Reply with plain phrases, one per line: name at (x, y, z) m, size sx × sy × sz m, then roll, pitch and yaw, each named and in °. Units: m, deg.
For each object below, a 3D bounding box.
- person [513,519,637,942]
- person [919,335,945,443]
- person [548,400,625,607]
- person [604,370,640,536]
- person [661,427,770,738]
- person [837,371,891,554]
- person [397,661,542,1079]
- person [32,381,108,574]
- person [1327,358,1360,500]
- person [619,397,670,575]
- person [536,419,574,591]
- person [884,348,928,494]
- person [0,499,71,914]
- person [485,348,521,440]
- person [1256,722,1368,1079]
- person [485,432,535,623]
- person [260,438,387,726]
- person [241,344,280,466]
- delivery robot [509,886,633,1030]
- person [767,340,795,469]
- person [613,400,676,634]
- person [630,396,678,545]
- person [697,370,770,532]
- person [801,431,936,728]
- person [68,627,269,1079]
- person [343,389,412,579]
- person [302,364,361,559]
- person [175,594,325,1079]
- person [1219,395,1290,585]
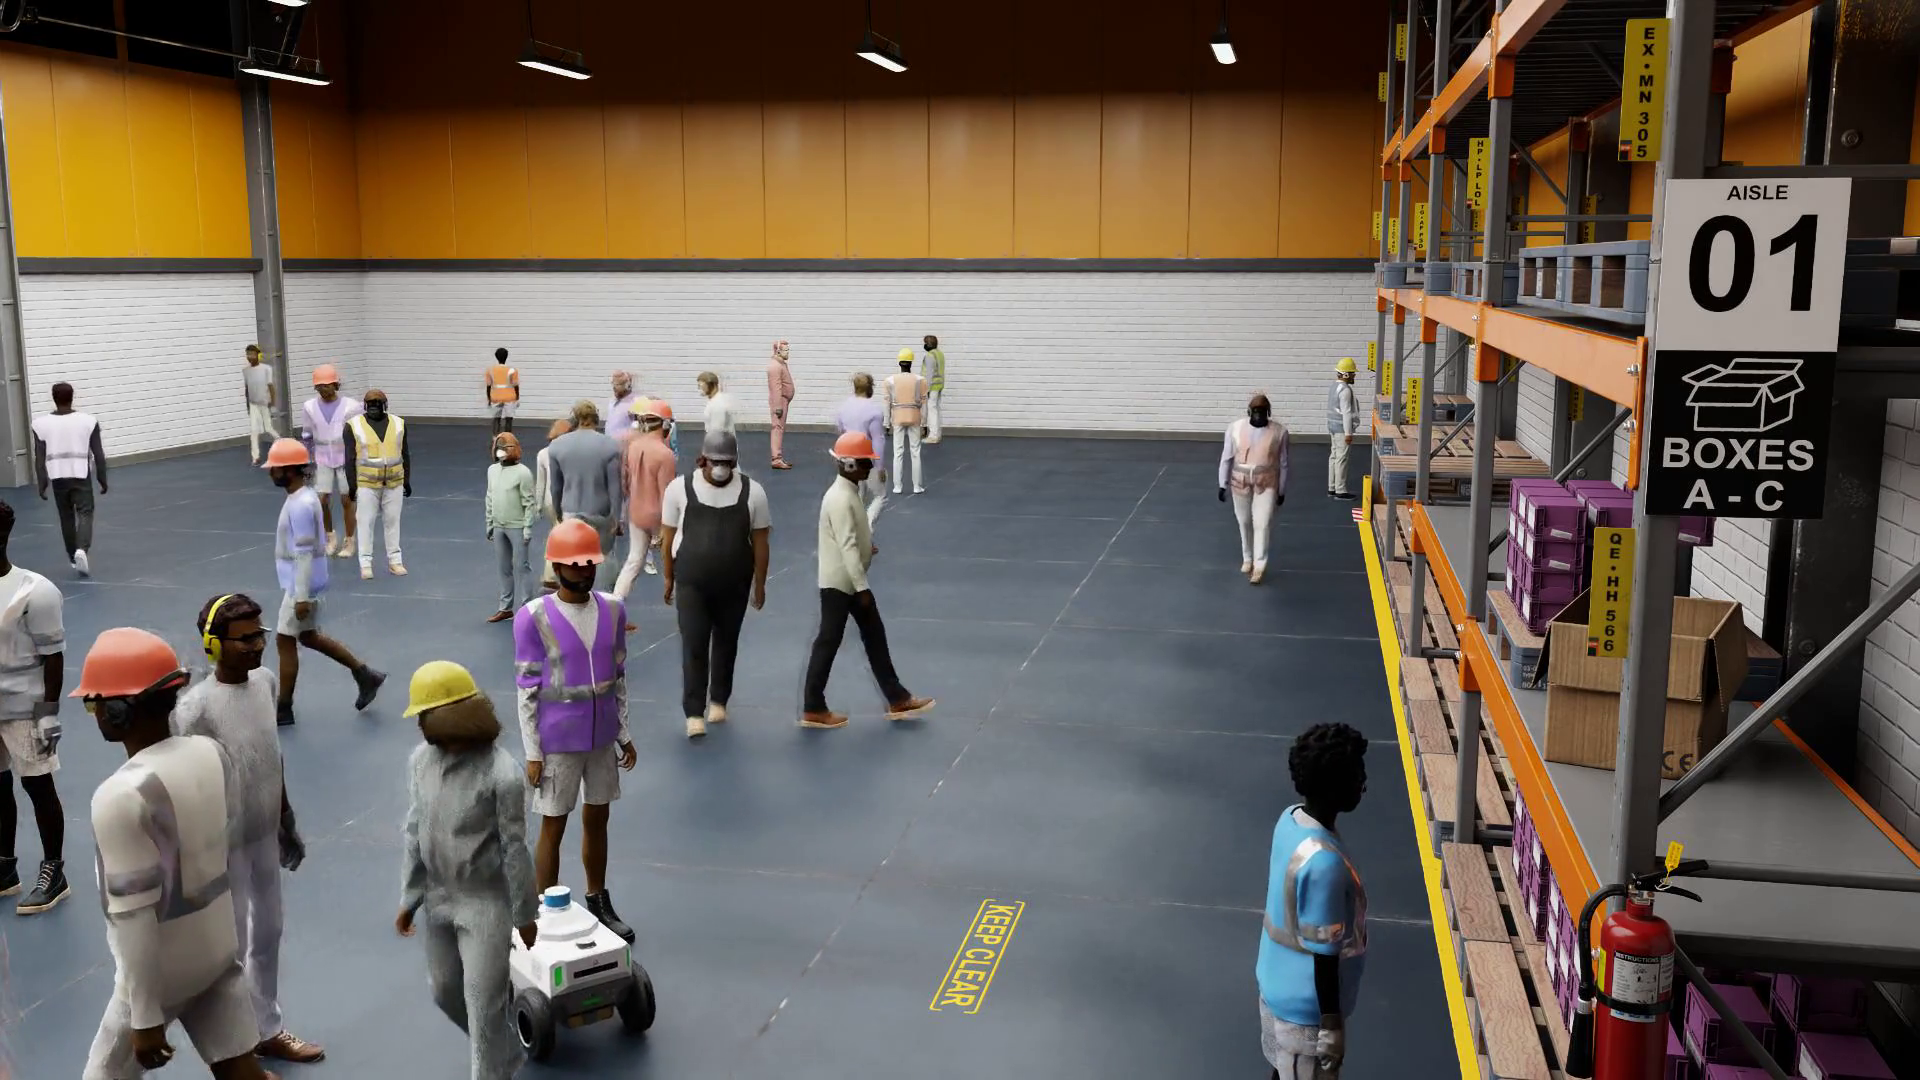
person at (-1.670, 0.864, 7.314) m, size 0.543 × 1.939 × 0.360 m, roll -9°, pitch 13°, yaw -43°
person at (-0.484, -2.565, 28.275) m, size 0.429 × 1.839 × 0.633 m, roll 3°, pitch 10°, yaw 17°
person at (-3.132, -0.230, 14.048) m, size 0.632 × 1.893 × 0.893 m, roll -1°, pitch 9°, yaw -5°
person at (-3.688, -0.984, 18.657) m, size 0.853 × 1.873 × 0.646 m, roll -7°, pitch 12°, yaw -35°
person at (-1.554, 0.247, 10.725) m, size 0.696 × 2.000 × 0.924 m, roll -2°, pitch 10°, yaw -15°
person at (-0.986, -0.781, 17.249) m, size 0.652 × 1.928 × 0.435 m, roll 8°, pitch 12°, yaw 39°
person at (-1.677, 1.241, 5.742) m, size 0.506 × 1.713 × 0.612 m, roll 5°, pitch 11°, yaw 28°
person at (-8.743, -0.614, 16.353) m, size 0.602 × 1.893 × 0.862 m, roll -4°, pitch 10°, yaw -21°
person at (4.949, -1.430, 21.457) m, size 0.404 × 1.830 × 0.602 m, roll -1°, pitch 9°, yaw -5°
person at (-3.127, -0.559, 16.460) m, size 0.521 × 1.740 × 0.667 m, roll -6°, pitch 11°, yaw -32°
person at (-3.714, -0.341, 15.639) m, size 0.517 × 1.576 × 0.901 m, roll 4°, pitch 10°, yaw 22°
person at (-0.710, -1.562, 21.966) m, size 0.586 × 1.928 × 0.364 m, roll 0°, pitch 9°, yaw 0°
person at (-4.473, 0.773, 7.795) m, size 0.604 × 1.962 × 0.367 m, roll 2°, pitch 10°, yaw 14°
person at (-7.407, -2.280, 27.001) m, size 0.541 × 1.682 × 0.361 m, roll 0°, pitch 9°, yaw 0°
person at (1.056, 1.370, 4.988) m, size 0.317 × 1.696 × 0.540 m, roll 0°, pitch 9°, yaw 0°
person at (-3.796, -0.096, 14.007) m, size 0.507 × 1.636 × 0.277 m, roll 5°, pitch 11°, yaw 29°
person at (-4.291, 0.272, 10.967) m, size 0.837 × 1.914 × 0.560 m, roll -3°, pitch 10°, yaw -18°
person at (-10.580, -2.065, 25.254) m, size 0.526 × 1.846 × 0.751 m, roll 1°, pitch 9°, yaw 4°
delivery robot at (-1.596, 1.623, 6.622) m, size 0.477 × 0.478 × 0.707 m, roll -7°, pitch 12°, yaw -36°
person at (-2.654, -2.010, 24.729) m, size 0.403 × 1.906 × 0.651 m, roll 0°, pitch 9°, yaw -3°
person at (-2.532, -0.186, 13.718) m, size 0.590 × 1.934 × 1.019 m, roll 7°, pitch 12°, yaw 38°
person at (-3.290, -0.734, 17.908) m, size 0.519 × 1.625 × 0.425 m, roll -2°, pitch 10°, yaw -12°
person at (-2.618, -0.935, 18.362) m, size 1.063 × 1.878 × 0.675 m, roll -2°, pitch 10°, yaw -13°
person at (-0.608, 0.276, 10.819) m, size 0.953 × 1.955 × 0.619 m, roll 1°, pitch 9°, yaw 7°
person at (-2.396, 1.233, 4.951) m, size 1.072 × 1.981 × 0.636 m, roll 1°, pitch 9°, yaw 7°
person at (-5.626, -0.548, 16.127) m, size 0.627 × 1.839 × 0.429 m, roll -7°, pitch 12°, yaw -35°
person at (-6.426, -0.797, 17.084) m, size 0.646 × 2.020 × 0.501 m, roll -1°, pitch 9°, yaw -6°
person at (-2.615, 1.105, 6.112) m, size 0.331 × 1.866 × 0.515 m, roll 2°, pitch 10°, yaw 13°
person at (2.843, -0.511, 16.066) m, size 0.637 × 1.797 × 0.971 m, roll 3°, pitch 10°, yaw 19°
